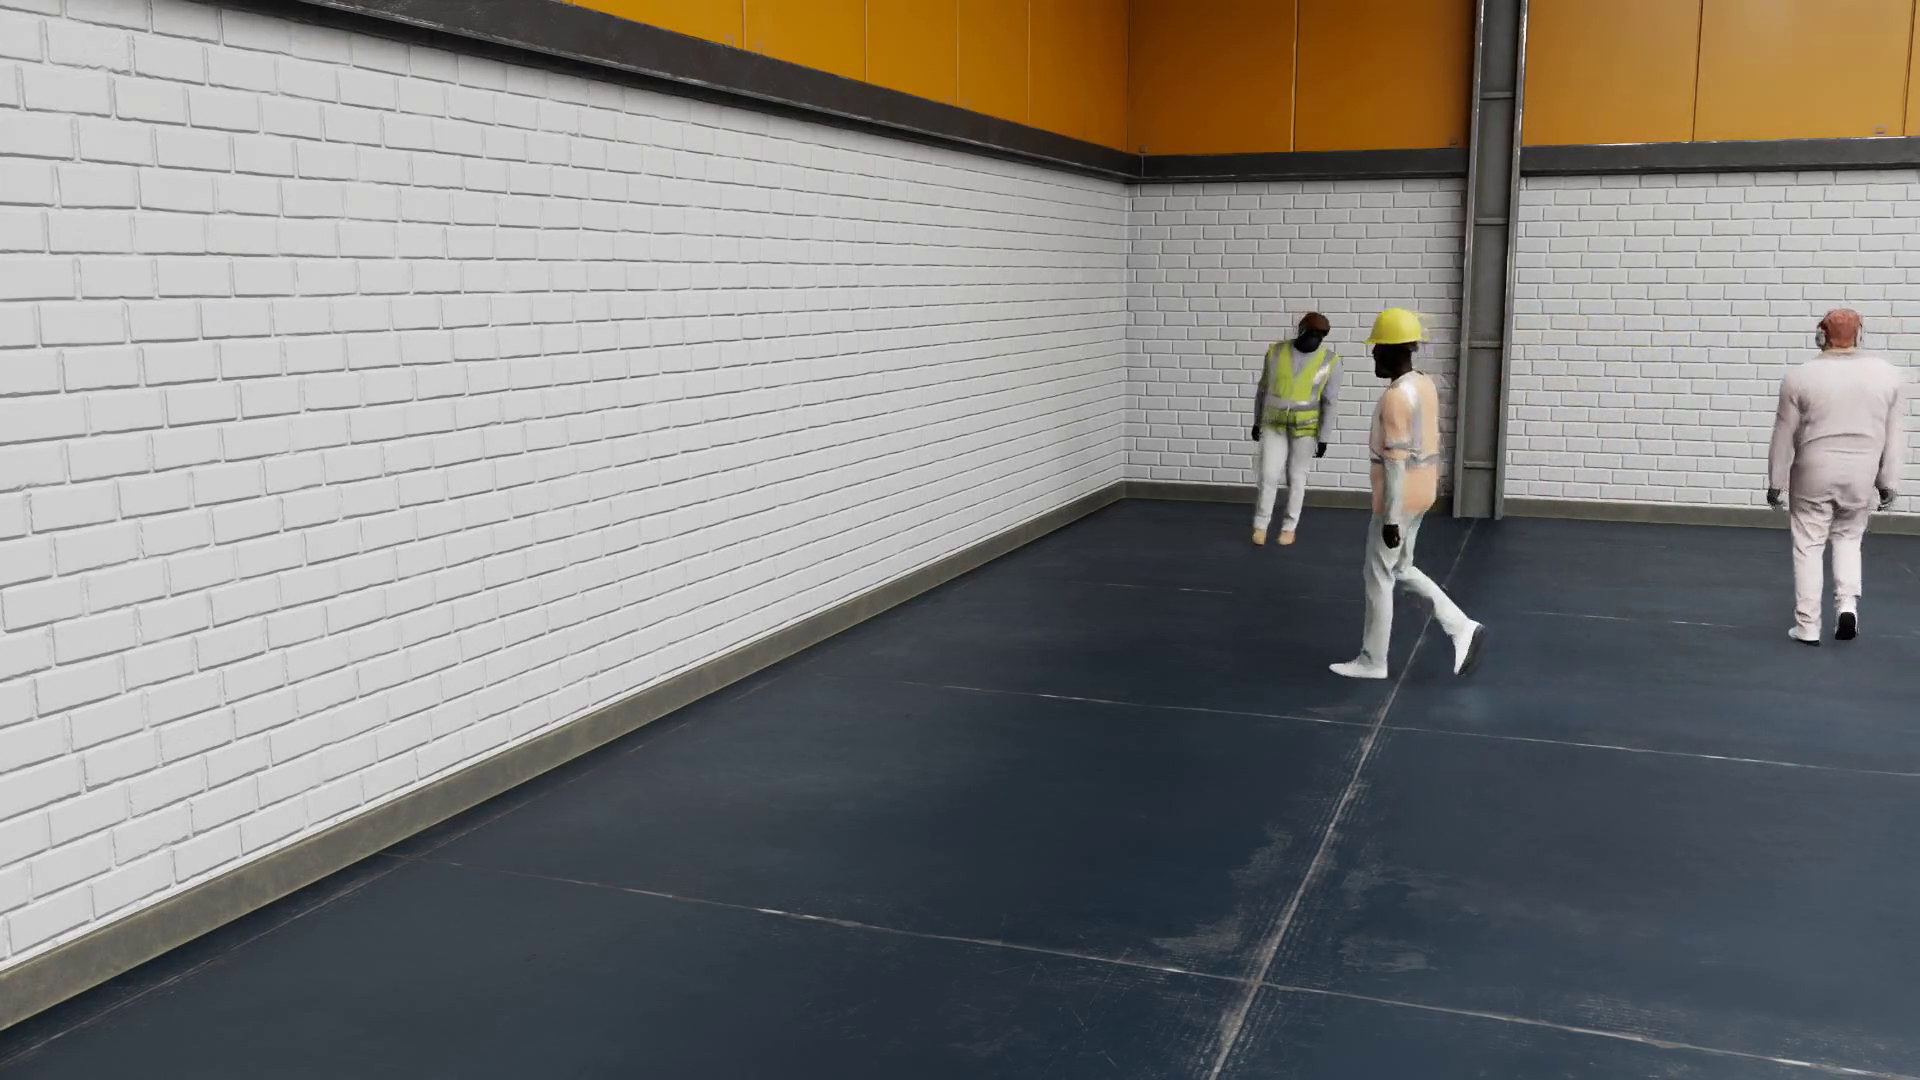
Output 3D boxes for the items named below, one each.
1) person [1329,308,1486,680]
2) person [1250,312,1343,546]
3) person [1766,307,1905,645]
[{"bbox_3d":[2.269,-0.209,8.380,0.684,1.911,0.604,6,11,32],"label":"person"},{"bbox_3d":[2.534,-0.827,12.634,0.702,1.792,0.587,4,10,21],"label":"person"},{"bbox_3d":[4.853,-0.347,9.289,0.663,1.890,0.420,2,9,10],"label":"person"}]
